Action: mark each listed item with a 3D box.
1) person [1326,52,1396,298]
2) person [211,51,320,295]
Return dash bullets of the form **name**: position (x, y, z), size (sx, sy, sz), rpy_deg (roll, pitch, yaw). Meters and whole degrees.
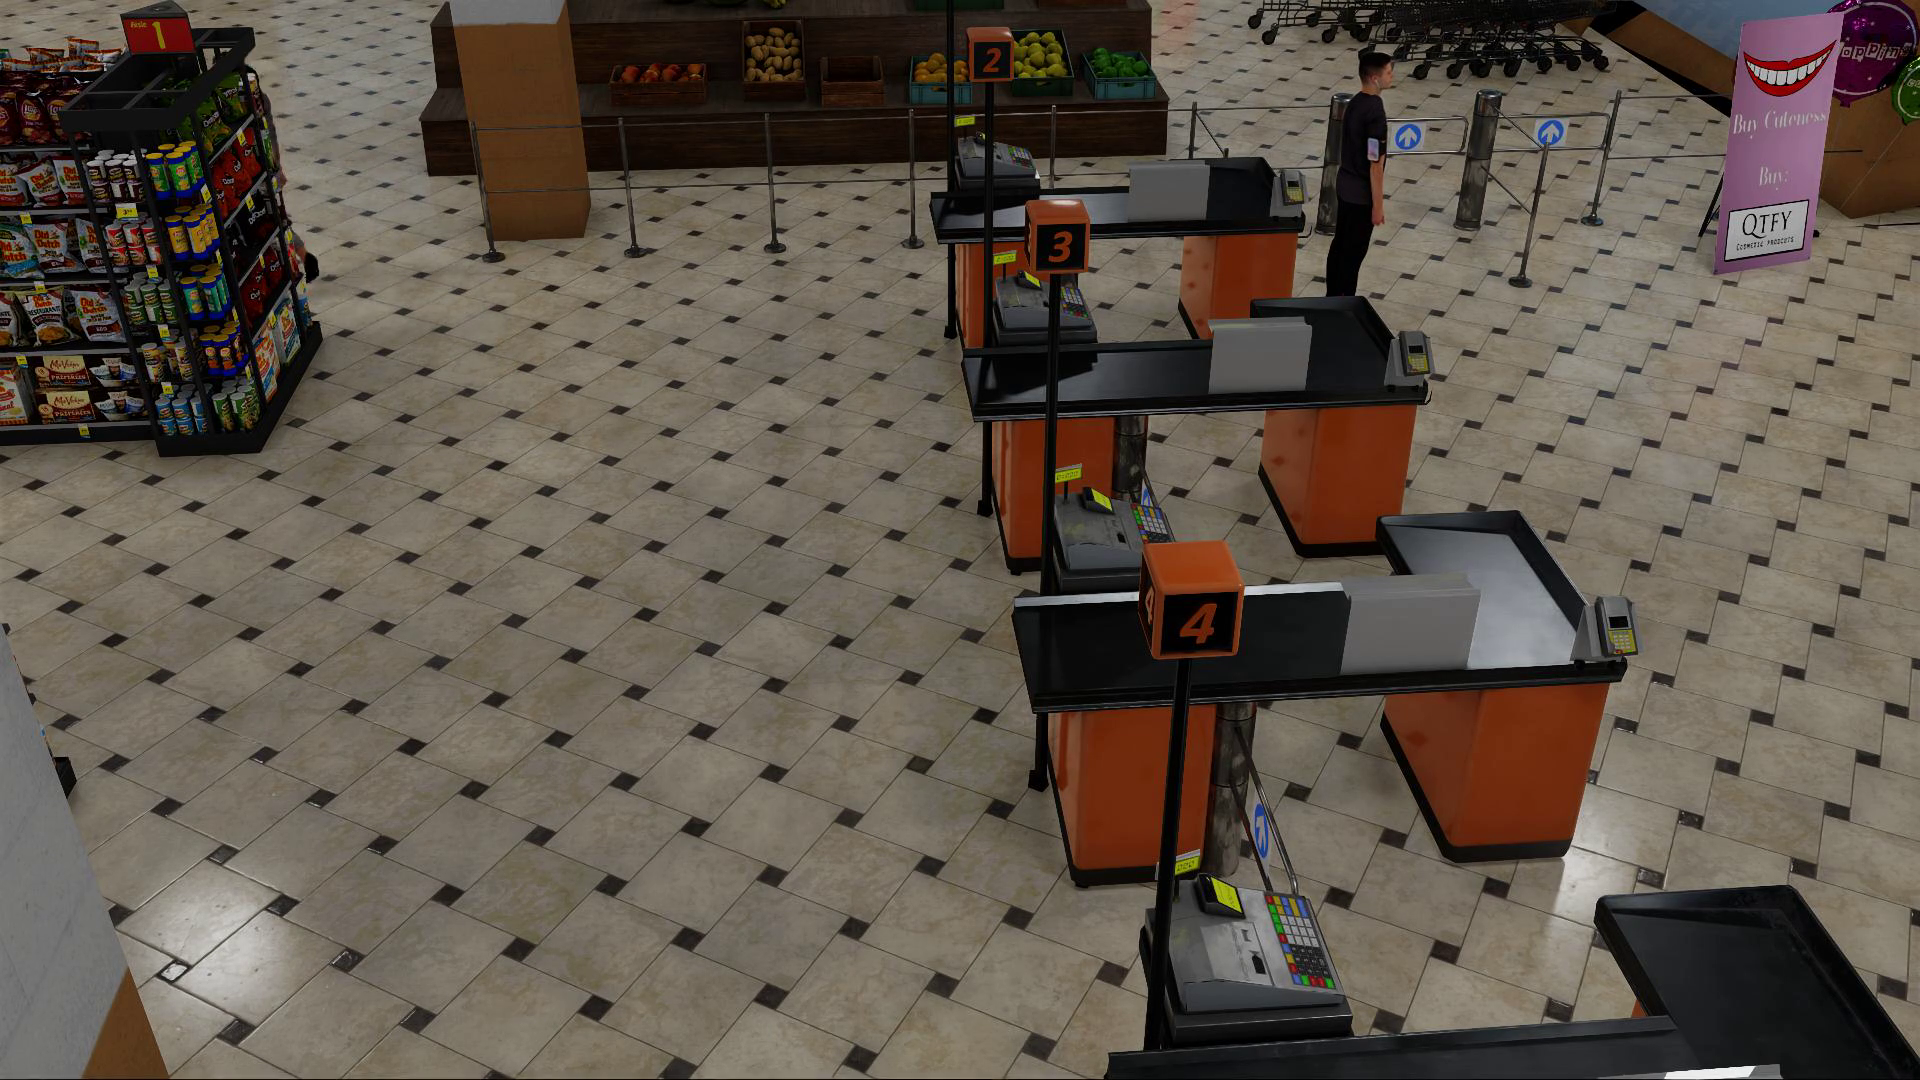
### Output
- **person**: position (2.525, -2.199, 10.525), size (0.528, 1.765, 0.621), rpy_deg (-3, 32, -5)
- **person**: position (-4.512, -2.329, 10.825), size (0.790, 1.667, 0.726), rpy_deg (7, 33, 11)
